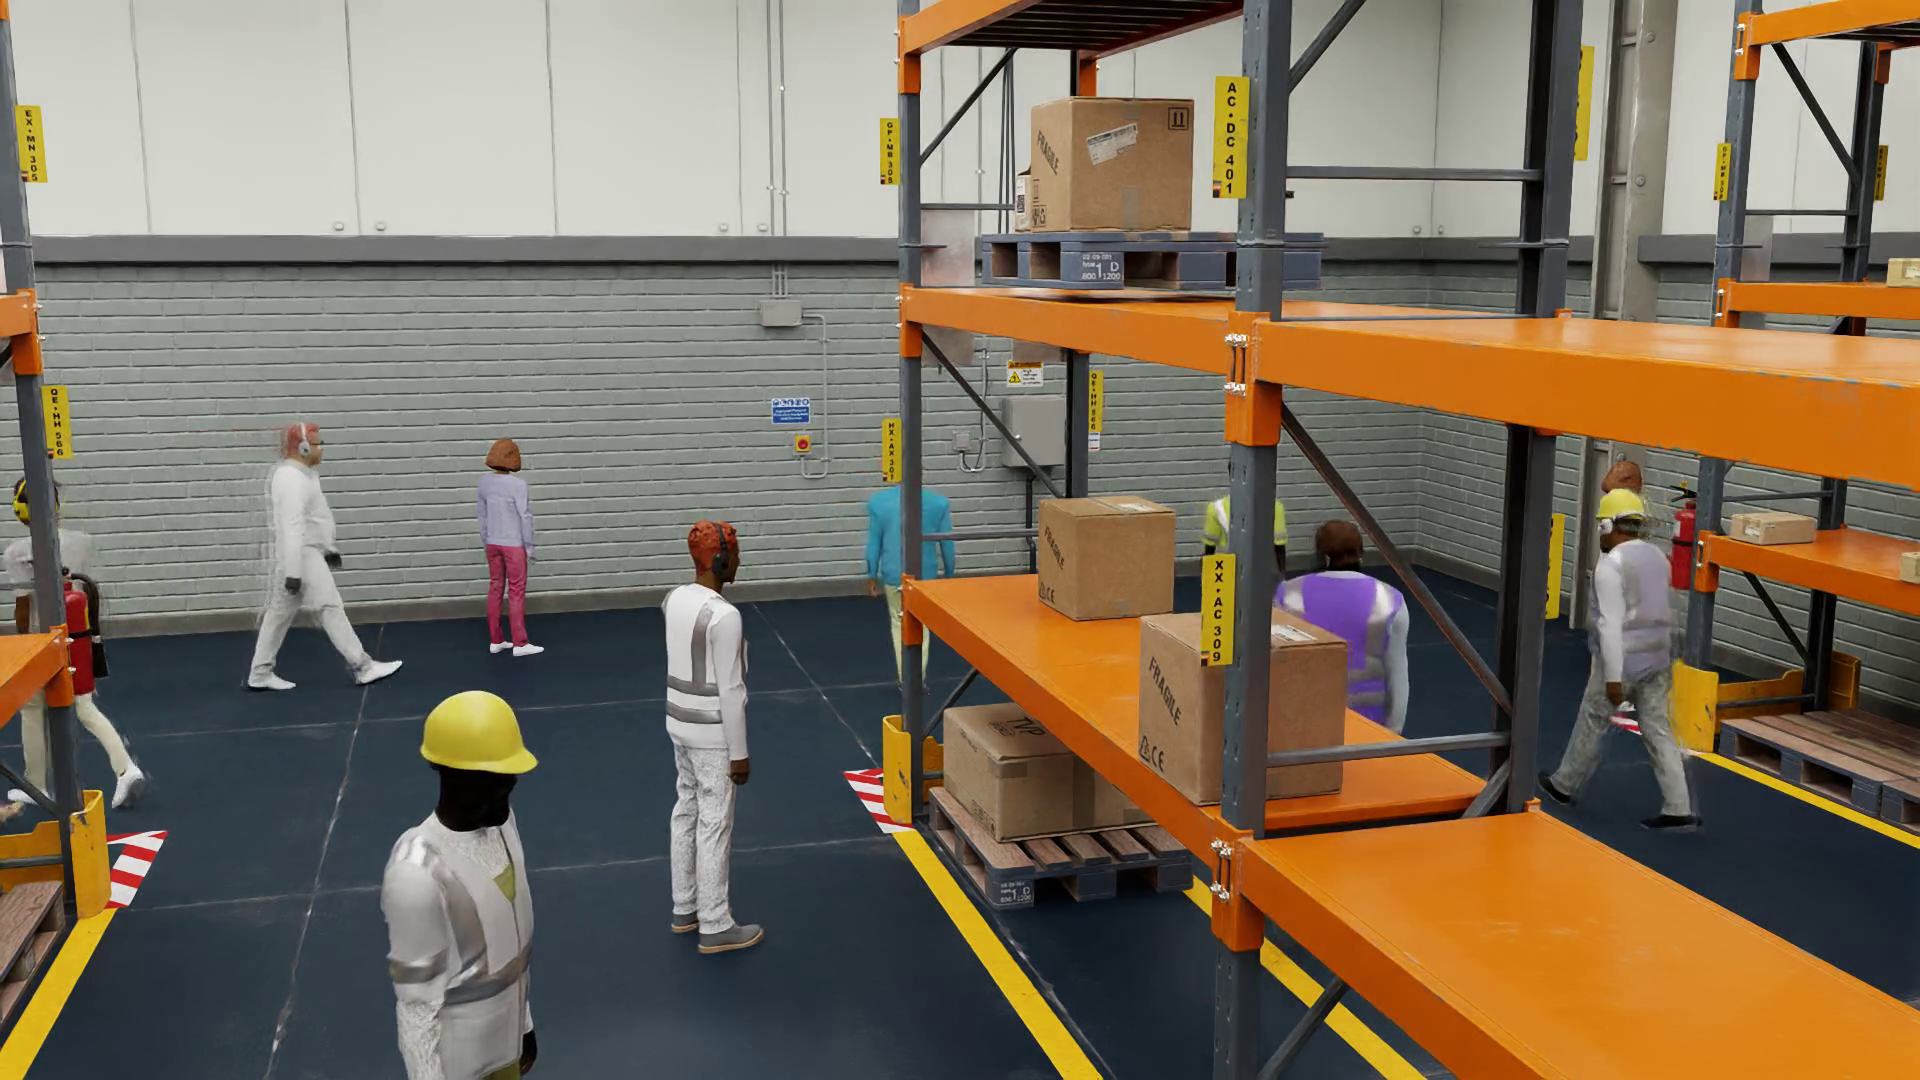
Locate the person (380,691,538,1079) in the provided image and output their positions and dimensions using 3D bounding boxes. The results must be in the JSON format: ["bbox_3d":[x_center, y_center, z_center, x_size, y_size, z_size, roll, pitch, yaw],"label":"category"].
[{"bbox_3d":[-1.267,1.325,4.381,0.391,1.918,0.580,2,10,9],"label":"person"}]

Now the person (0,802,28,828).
[{"bbox_3d":[-5.300,0.633,8.189,1.075,1.980,0.592,-8,13,-39],"label":"person"}]

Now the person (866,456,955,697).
[{"bbox_3d":[-0.333,0.205,11.276,0.597,1.737,0.475,0,10,-2],"label":"person"}]

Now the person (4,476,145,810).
[{"bbox_3d":[-4.825,0.562,8.949,0.881,1.843,0.530,4,11,24],"label":"person"}]

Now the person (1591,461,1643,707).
[{"bbox_3d":[4.388,0.284,11.114,0.279,1.632,0.507,4,11,19],"label":"person"}]

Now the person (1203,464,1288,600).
[{"bbox_3d":[1.897,0.275,11.025,0.550,1.671,0.624,0,10,0],"label":"person"}]

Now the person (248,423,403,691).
[{"bbox_3d":[-4.432,0.125,11.406,1.026,1.849,0.666,-5,11,-27],"label":"person"}]

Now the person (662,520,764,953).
[{"bbox_3d":[-1.093,0.846,7.229,0.348,1.878,0.580,-7,12,-35],"label":"person"}]

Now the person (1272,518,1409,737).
[{"bbox_3d":[1.727,0.804,7.630,0.639,1.814,0.603,3,10,17],"label":"person"}]

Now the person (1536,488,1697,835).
[{"bbox_3d":[3.489,0.627,8.736,0.619,1.772,0.946,-6,12,-33],"label":"person"}]

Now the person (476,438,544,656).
[{"bbox_3d":[-3.376,0.053,12.427,0.507,1.632,0.275,6,11,29],"label":"person"}]
